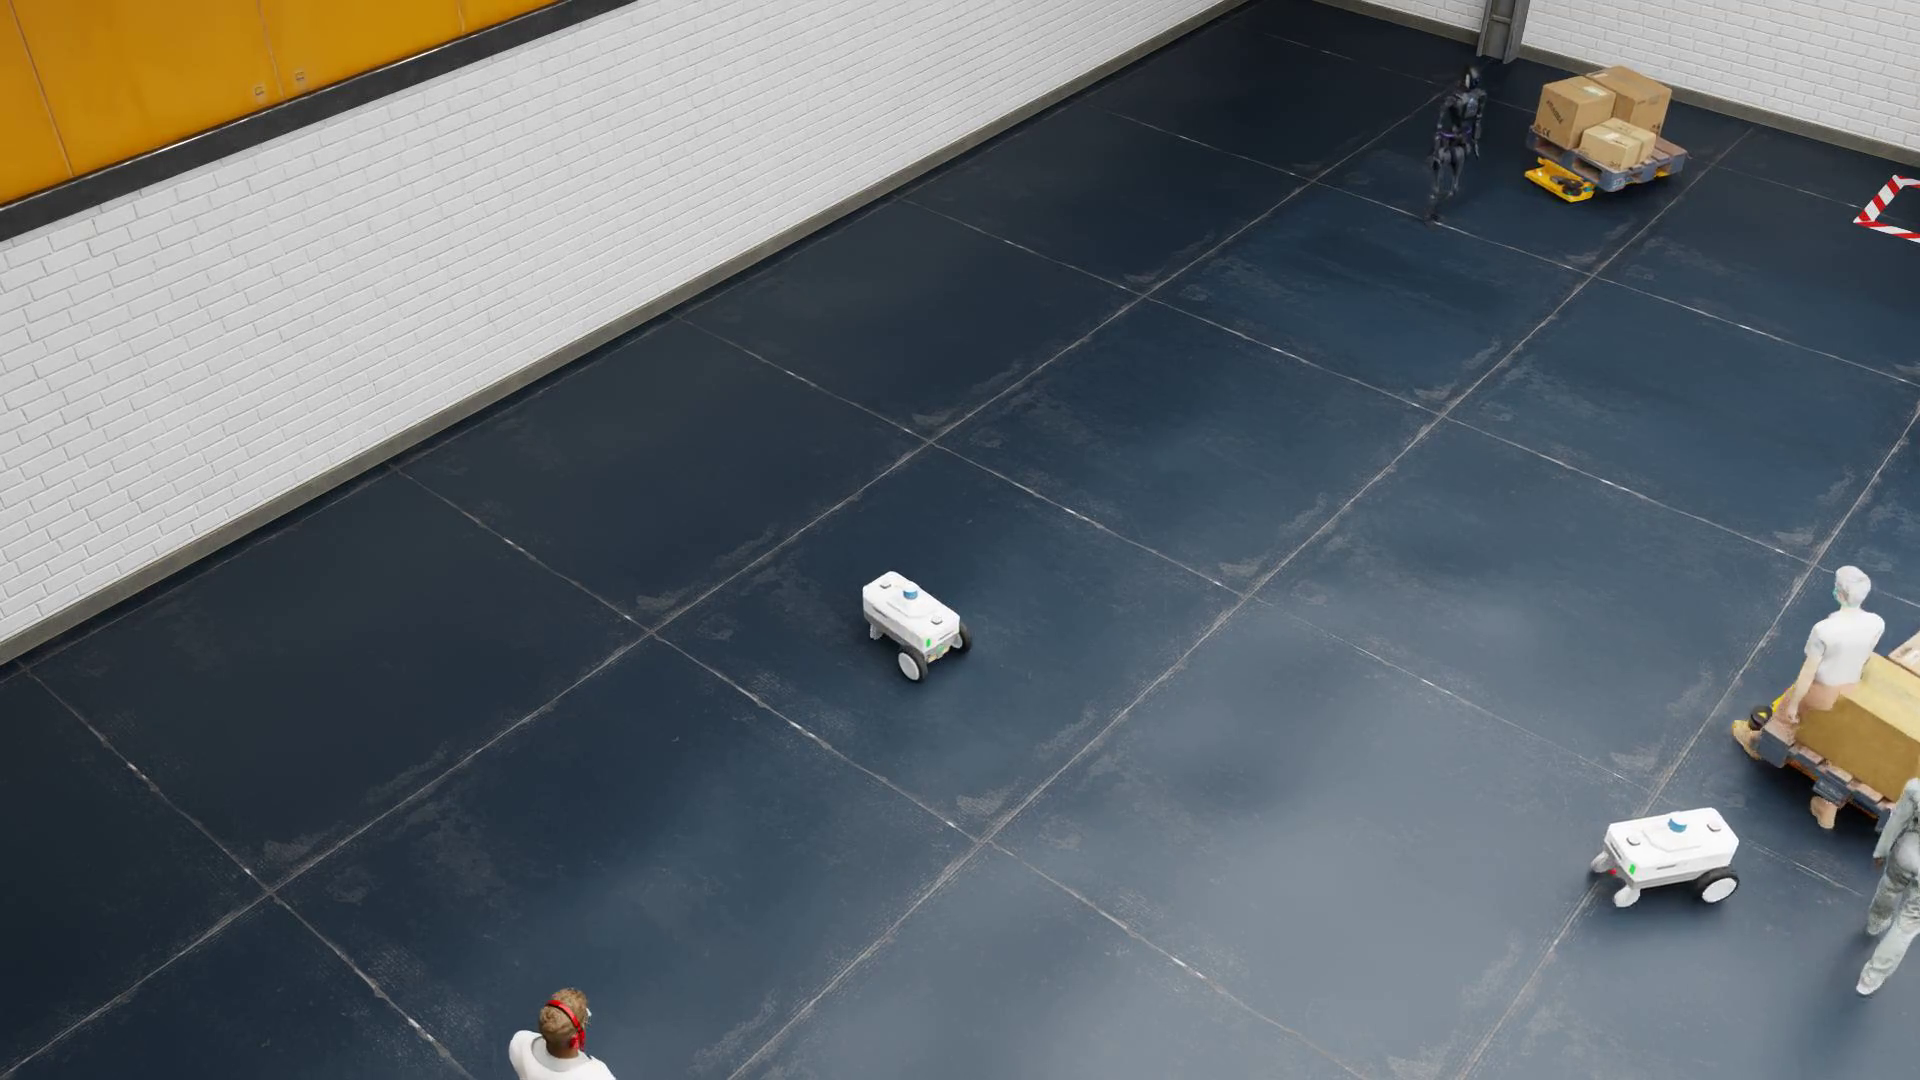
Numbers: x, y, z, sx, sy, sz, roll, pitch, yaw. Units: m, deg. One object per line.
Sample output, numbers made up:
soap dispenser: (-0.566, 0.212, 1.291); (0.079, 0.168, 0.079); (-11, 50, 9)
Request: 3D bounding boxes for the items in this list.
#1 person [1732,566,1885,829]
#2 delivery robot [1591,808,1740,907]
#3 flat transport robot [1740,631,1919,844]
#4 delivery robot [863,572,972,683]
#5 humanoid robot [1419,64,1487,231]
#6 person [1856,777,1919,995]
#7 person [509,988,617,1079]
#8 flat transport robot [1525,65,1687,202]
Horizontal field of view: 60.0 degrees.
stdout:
person: (5.236, 0.901, 10.045); (0.549, 1.682, 0.945); (-5, 39, -7)
delivery robot: (4.164, 1.827, 9.777); (0.769, 0.577, 0.499); (-7, 39, -9)
flat transport robot: (5.757, 1.440, 10.499); (0.659, 0.231, 1.431); (-25, 45, -28)
delivery robot: (-0.315, 0.560, 11.364); (0.500, 0.596, 0.767); (-31, 48, -33)
humanoid robot: (4.687, -3.743, 15.814); (0.611, 1.653, 0.306); (-17, 42, -20)
person: (5.236, 1.723, 8.992); (0.756, 1.708, 0.499); (-32, 48, -33)
person: (-1.742, 2.732, 7.652); (0.562, 1.833, 0.407); (19, 43, 22)
flat transport robot: (6.556, -3.806, 17.010); (1.431, 0.231, 0.659); (-19, 42, -22)
